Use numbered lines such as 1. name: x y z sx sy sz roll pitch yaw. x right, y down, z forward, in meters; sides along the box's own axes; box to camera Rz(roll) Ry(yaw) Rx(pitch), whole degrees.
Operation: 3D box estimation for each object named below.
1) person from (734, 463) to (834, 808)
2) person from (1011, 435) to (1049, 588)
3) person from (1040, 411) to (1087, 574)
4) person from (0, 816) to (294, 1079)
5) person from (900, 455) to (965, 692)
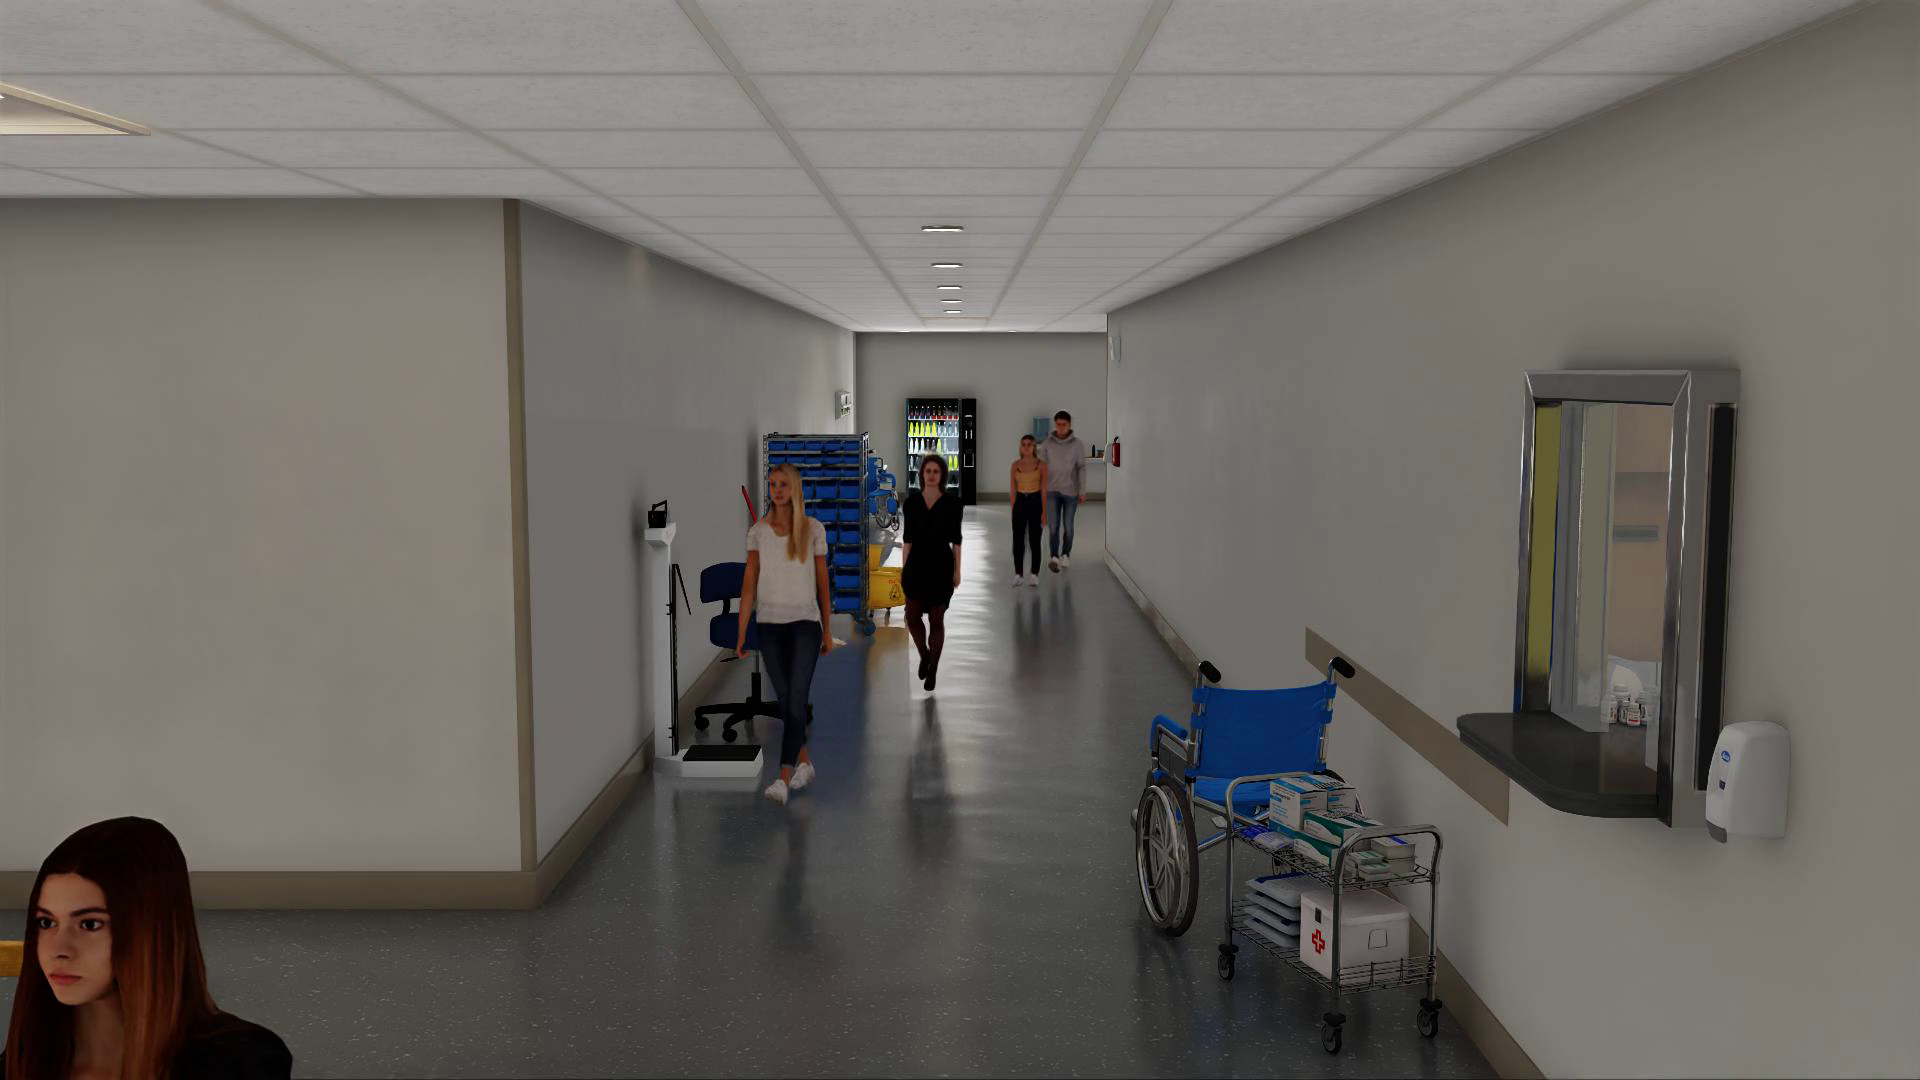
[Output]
1. person: -0.888 0.503 8.883 1.109 1.770 0.841 1 6 12
2. person: 0.760 -0.300 17.676 0.766 1.608 0.749 1 6 12
3. person: 1.189 -0.526 18.936 1.170 1.806 0.855 1 6 7
4. person: -1.062 1.201 2.251 0.496 1.710 0.660 1 6 5
5. person: -0.205 0.233 11.957 0.579 1.692 0.695 1 6 7
